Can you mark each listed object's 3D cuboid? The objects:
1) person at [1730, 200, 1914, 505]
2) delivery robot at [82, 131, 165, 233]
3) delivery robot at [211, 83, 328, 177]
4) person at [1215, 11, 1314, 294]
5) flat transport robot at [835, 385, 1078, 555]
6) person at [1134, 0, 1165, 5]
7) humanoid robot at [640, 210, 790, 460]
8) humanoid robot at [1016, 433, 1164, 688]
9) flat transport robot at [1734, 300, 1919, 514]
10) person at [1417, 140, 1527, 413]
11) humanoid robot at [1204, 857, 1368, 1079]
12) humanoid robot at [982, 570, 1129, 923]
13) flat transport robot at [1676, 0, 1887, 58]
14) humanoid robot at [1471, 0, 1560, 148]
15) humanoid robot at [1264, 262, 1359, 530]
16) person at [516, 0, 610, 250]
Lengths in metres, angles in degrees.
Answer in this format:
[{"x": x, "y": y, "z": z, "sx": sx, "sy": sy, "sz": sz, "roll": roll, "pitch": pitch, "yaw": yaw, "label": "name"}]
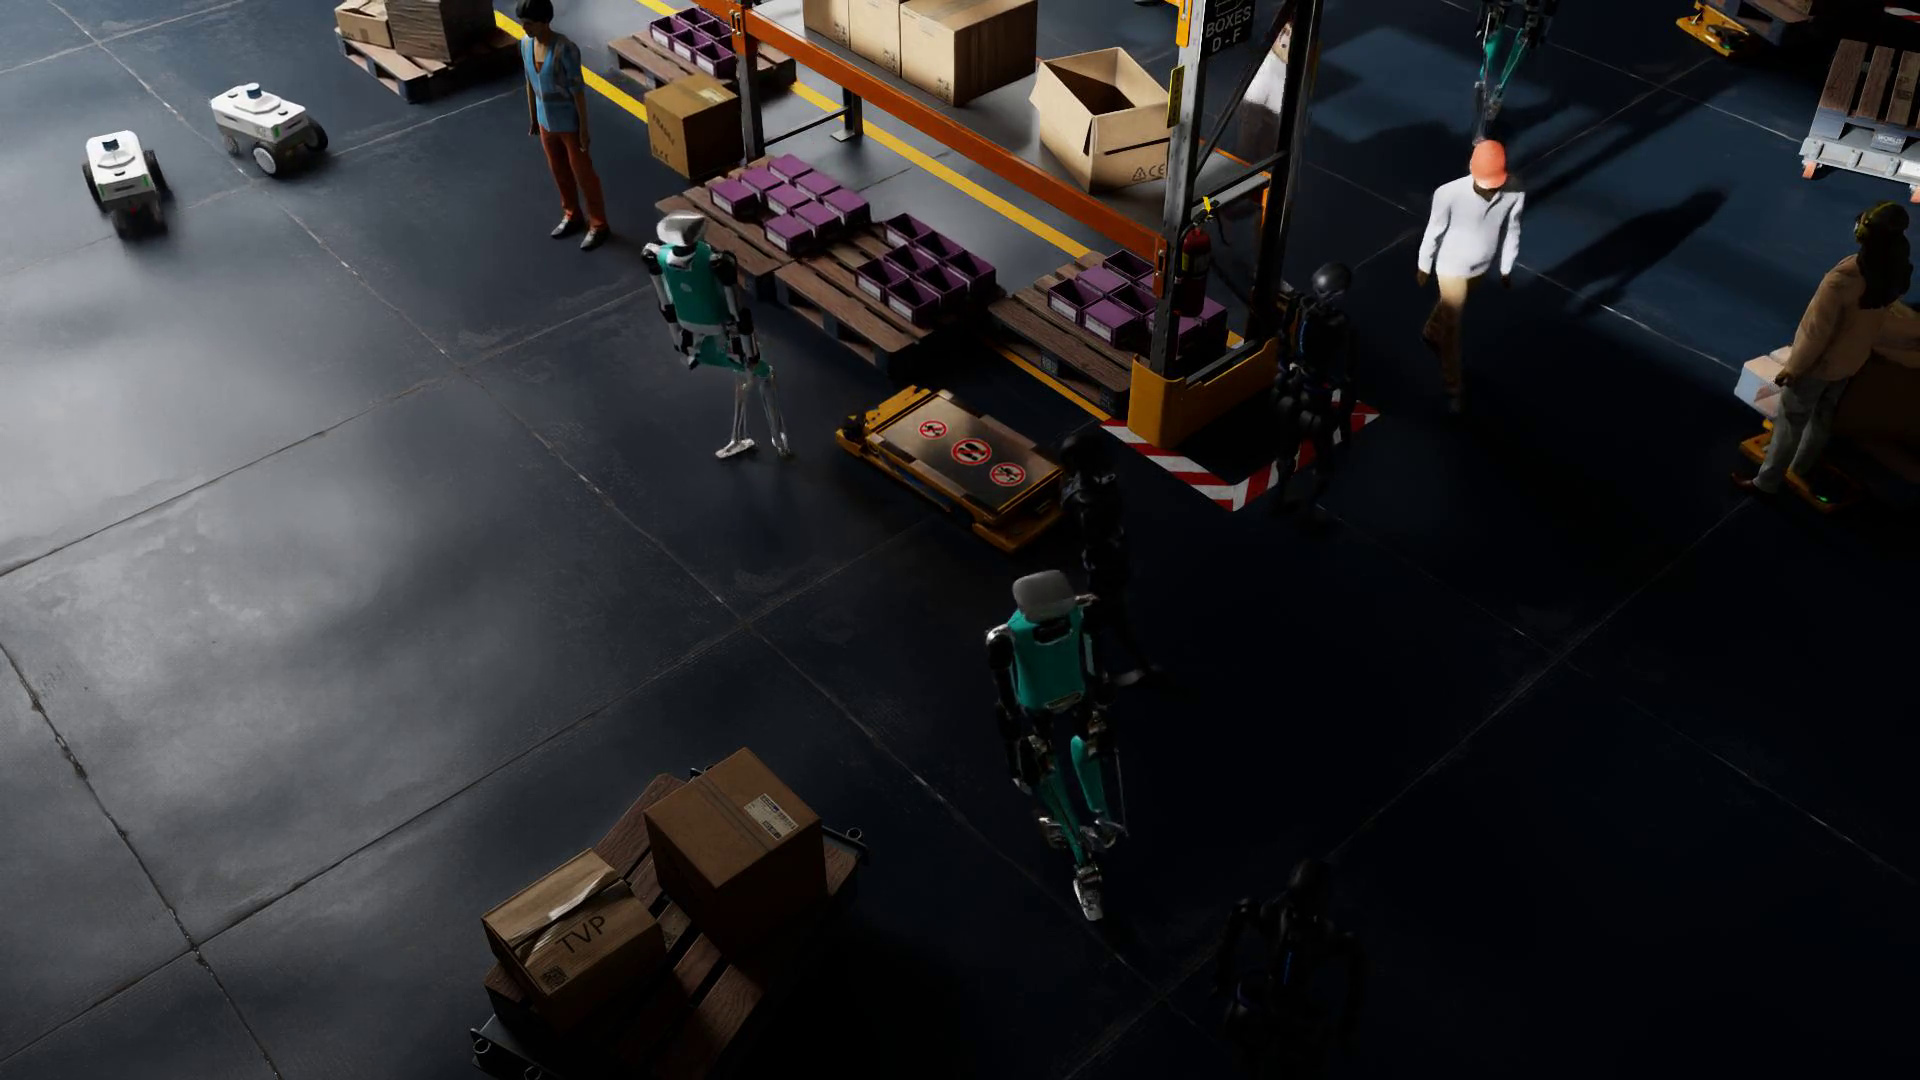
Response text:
[{"x": 4.696, "y": -0.979, "z": 8.974, "sx": 0.566, "sy": 1.875, "sz": 0.400, "roll": -17, "pitch": 45, "yaw": -18, "label": "person"}, {"x": -5.883, "y": -2.560, "z": 11.682, "sx": 0.499, "sy": 0.613, "sz": 0.811, "roll": -19, "pitch": 46, "yaw": -20, "label": "delivery robot"}, {"x": -5.112, "y": -3.060, "z": 12.205, "sx": 0.775, "sy": 0.585, "sz": 0.499, "roll": 22, "pitch": 47, "yaw": 22, "label": "delivery robot"}, {"x": 1.969, "y": -2.511, "z": 10.637, "sx": 0.670, "sy": 1.885, "sz": 0.641, "roll": 31, "pitch": 51, "yaw": 29, "label": "person"}, {"x": 0.001, "y": -0.458, "z": 9.593, "sx": 1.431, "sy": 0.231, "sz": 0.659, "roll": 33, "pitch": 52, "yaw": 31, "label": "flat transport robot"}, {"x": 1.670, "y": -5.435, "z": 13.875, "sx": 0.439, "sy": 1.805, "sz": 0.658, "roll": 25, "pitch": 48, "yaw": 25, "label": "person"}, {"x": -1.285, "y": -1.159, "z": 9.280, "sx": 0.587, "sy": 1.784, "sz": 0.820, "roll": 13, "pitch": 44, "yaw": 14, "label": "humanoid robot"}, {"x": 0.668, "y": 0.165, "z": 7.902, "sx": 0.782, "sy": 1.626, "sz": 0.594, "roll": 0, "pitch": 43, "yaw": 0, "label": "humanoid robot"}, {"x": 5.355, "y": -0.609, "z": 9.757, "sx": 1.431, "sy": 0.231, "sz": 0.659, "roll": -19, "pitch": 46, "yaw": -20, "label": "flat transport robot"}, {"x": 2.996, "y": -1.613, "z": 9.794, "sx": 0.539, "sy": 1.683, "sz": 0.891, "roll": -10, "pitch": 44, "yaw": -11, "label": "person"}, {"x": 1.199, "y": 1.753, "z": 6.181, "sx": 0.586, "sy": 1.621, "sz": 0.785, "roll": 16, "pitch": 45, "yaw": 16, "label": "humanoid robot"}, {"x": 0.488, "y": 0.992, "z": 6.937, "sx": 0.564, "sy": 1.737, "sz": 0.927, "roll": -17, "pitch": 45, "yaw": -18, "label": "humanoid robot"}, {"x": 6.751, "y": -4.320, "z": 13.793, "sx": 1.431, "sy": 0.231, "sz": 0.659, "roll": -15, "pitch": 45, "yaw": -15, "label": "flat transport robot"}, {"x": 3.948, "y": -3.585, "z": 11.942, "sx": 0.556, "sy": 1.759, "sz": 1.042, "roll": 15, "pitch": 45, "yaw": 16, "label": "humanoid robot"}, {"x": 1.869, "y": -0.784, "z": 8.905, "sx": 0.323, "sy": 1.654, "sz": 0.601, "roll": -25, "pitch": 48, "yaw": -25, "label": "humanoid robot"}, {"x": -2.650, "y": -2.772, "z": 11.011, "sx": 0.502, "sy": 1.758, "sz": 0.333, "roll": 22, "pitch": 47, "yaw": 22, "label": "person"}]
